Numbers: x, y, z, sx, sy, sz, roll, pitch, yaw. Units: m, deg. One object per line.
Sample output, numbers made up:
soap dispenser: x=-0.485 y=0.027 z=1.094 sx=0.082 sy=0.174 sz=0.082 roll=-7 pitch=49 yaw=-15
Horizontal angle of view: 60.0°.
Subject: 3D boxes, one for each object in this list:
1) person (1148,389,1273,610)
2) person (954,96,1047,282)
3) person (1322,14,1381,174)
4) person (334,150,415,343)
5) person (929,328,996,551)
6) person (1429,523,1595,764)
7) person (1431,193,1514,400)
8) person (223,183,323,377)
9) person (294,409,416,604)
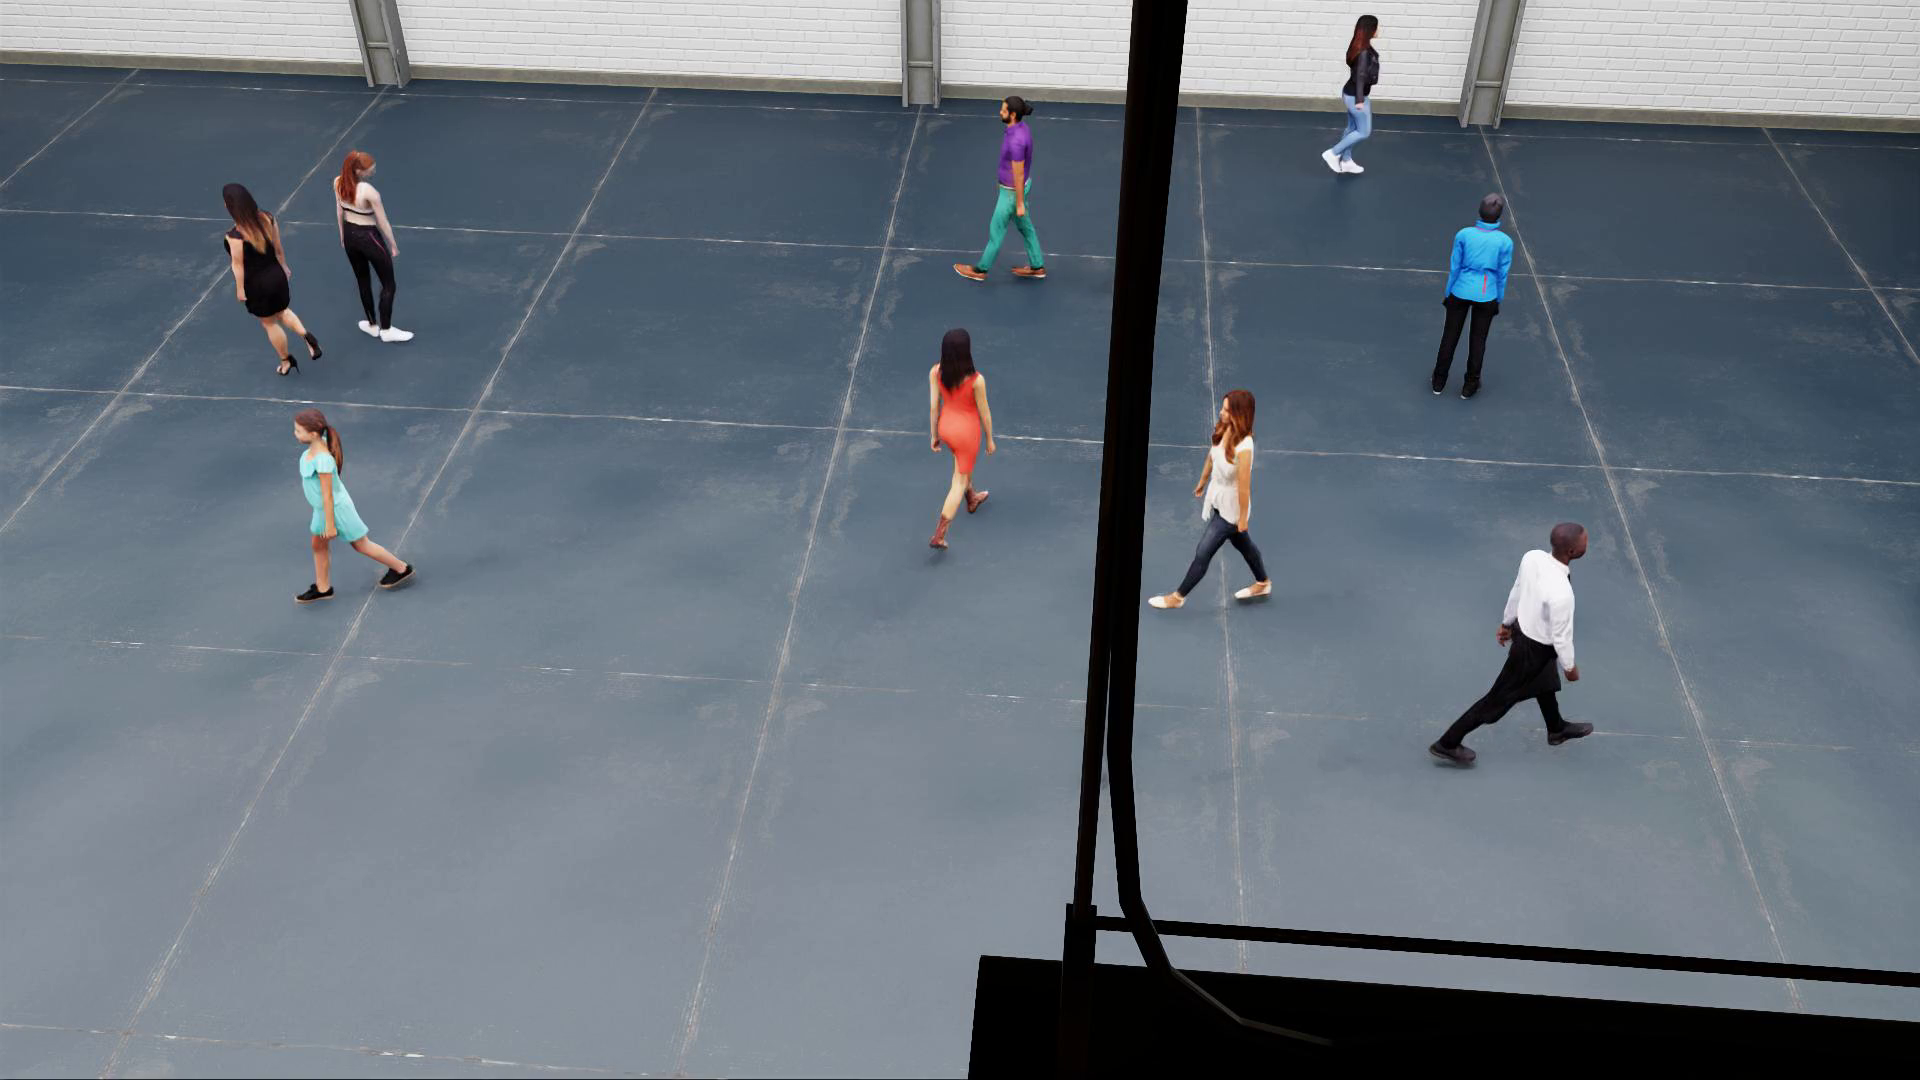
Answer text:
person: x=1.882 y=-0.234 z=11.124 sx=1.172 sy=1.732 sz=0.796 roll=-6 pitch=39 yaw=-7
person: x=0.575 y=-3.059 z=14.659 sx=1.031 sy=1.735 sz=0.632 roll=3 pitch=39 yaw=4
person: x=3.838 y=-4.362 z=16.378 sx=0.667 sy=1.625 sz=0.645 roll=3 pitch=39 yaw=3
person: x=-5.036 y=-2.473 z=13.927 sx=0.585 sy=1.733 sz=0.843 roll=4 pitch=39 yaw=5
person: x=-0.028 y=-0.684 z=11.724 sx=1.144 sy=1.686 sz=0.966 roll=19 pitch=42 yaw=22
person: x=3.314 y=0.681 z=9.939 sx=1.332 sy=1.781 sz=0.784 roll=-3 pitch=39 yaw=-3
person: x=4.069 y=-1.928 z=13.199 sx=0.575 sy=1.789 sz=0.725 roll=13 pitch=40 yaw=16
person: x=-5.536 y=-2.055 z=13.430 sx=0.805 sy=1.700 sz=0.720 roll=9 pitch=39 yaw=11
person: x=-4.165 y=-0.223 z=11.277 sx=1.113 sy=1.523 sz=0.884 roll=-15 pitch=41 yaw=-18
